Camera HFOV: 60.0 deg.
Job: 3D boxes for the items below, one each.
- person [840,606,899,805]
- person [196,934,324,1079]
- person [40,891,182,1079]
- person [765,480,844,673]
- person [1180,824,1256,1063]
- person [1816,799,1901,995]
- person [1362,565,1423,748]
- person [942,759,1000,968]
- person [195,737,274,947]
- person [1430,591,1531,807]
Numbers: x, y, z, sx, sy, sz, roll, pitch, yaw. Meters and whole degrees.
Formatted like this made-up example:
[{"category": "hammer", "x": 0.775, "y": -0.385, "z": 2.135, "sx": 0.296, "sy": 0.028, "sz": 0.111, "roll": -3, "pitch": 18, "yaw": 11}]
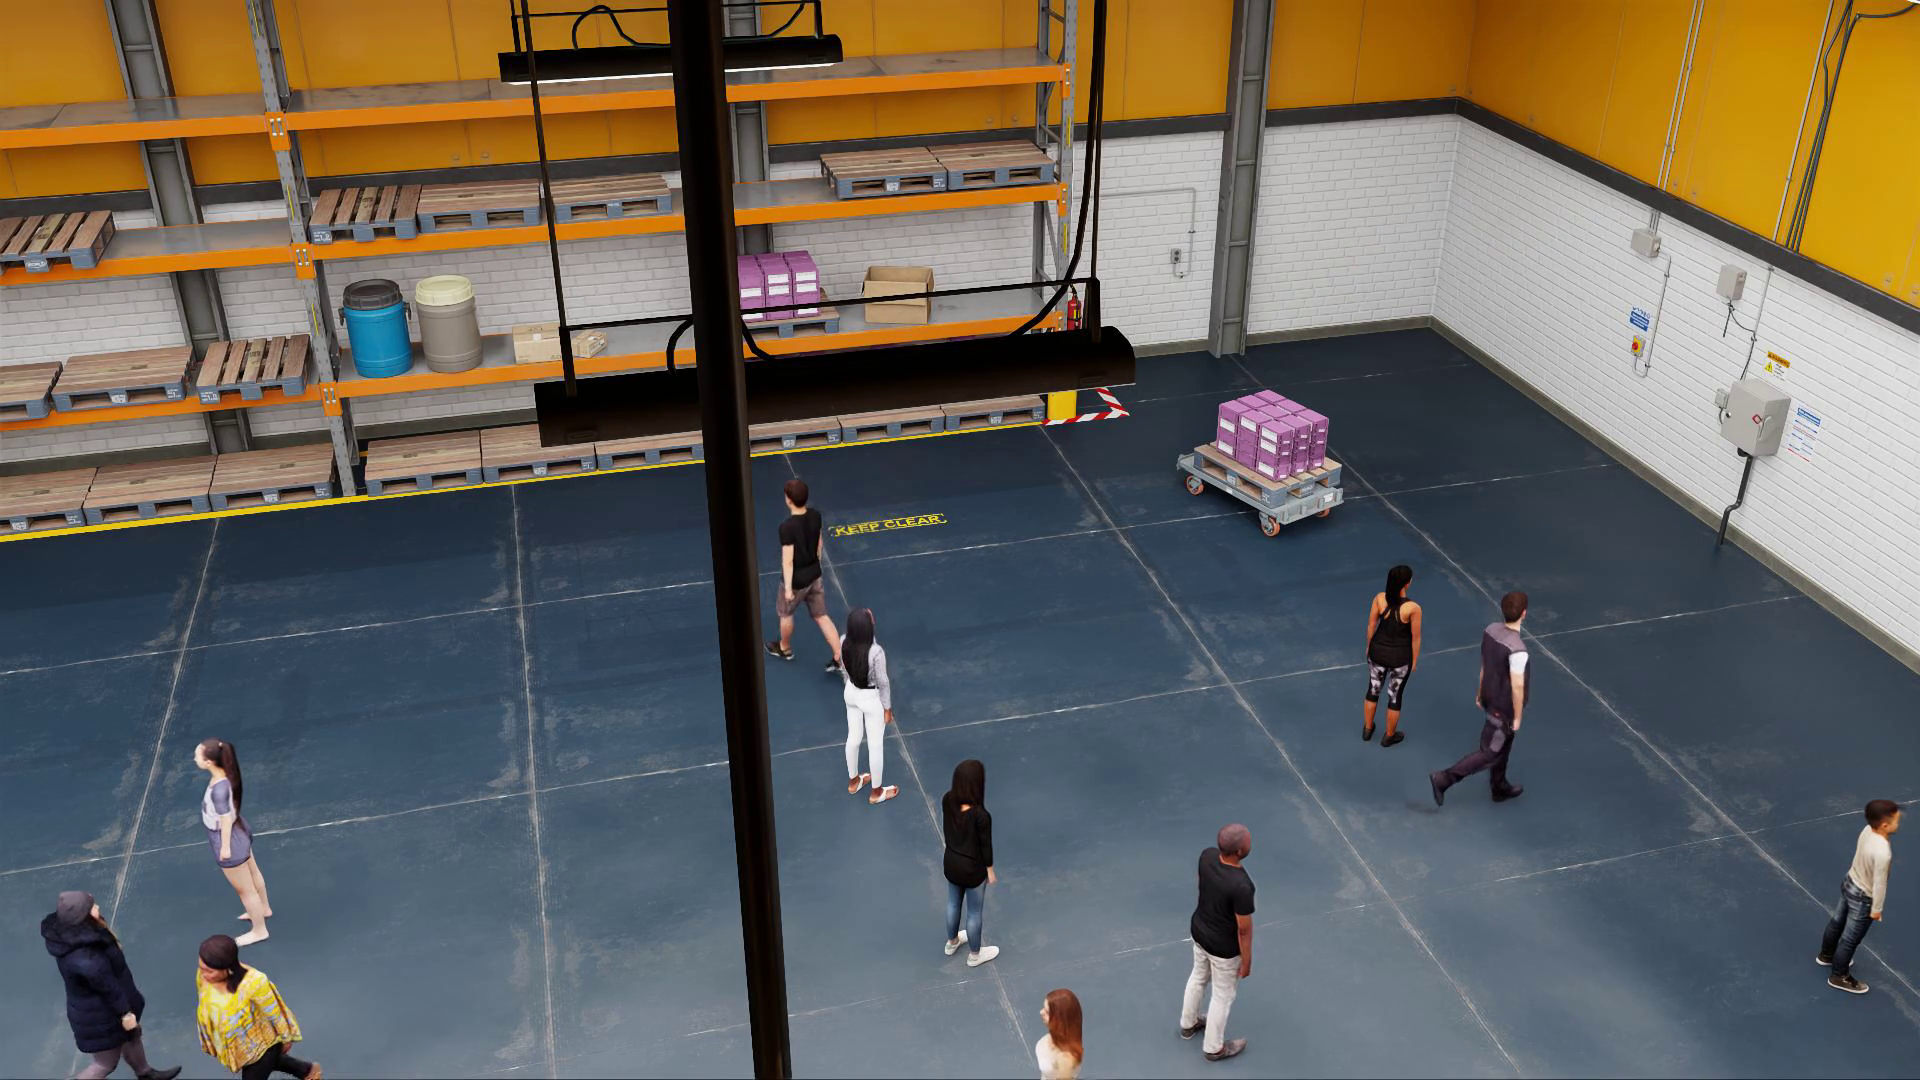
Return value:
[{"category": "person", "x": -0.732, "y": 1.256, "z": 12.890, "sx": 0.675, "sy": 1.721, "sz": 0.703, "roll": 21, "pitch": 35, "yaw": 34}, {"category": "person", "x": -4.168, "y": 2.931, "z": 9.936, "sx": 1.120, "sy": 1.611, "sz": 1.131, "roll": 11, "pitch": 30, "yaw": 19}, {"category": "person", "x": -5.259, "y": 2.854, "z": 10.034, "sx": 1.120, "sy": 1.650, "sz": 0.908, "roll": -21, "pitch": 35, "yaw": -33}, {"category": "person", "x": -1.298, "y": 0.353, "z": 14.428, "sx": 1.183, "sy": 1.833, "sz": 1.229, "roll": 23, "pitch": 36, "yaw": 35}, {"category": "person", "x": 1.632, "y": 2.519, "z": 10.489, "sx": 0.676, "sy": 1.804, "sz": 0.712, "roll": -15, "pitch": 32, "yaw": -25}, {"category": "person", "x": 6.041, "y": 2.353, "z": 11.147, "sx": 0.623, "sy": 1.465, "sz": 0.616, "roll": 4, "pitch": 29, "yaw": 7}, {"category": "person", "x": 3.510, "y": 0.921, "z": 13.566, "sx": 0.657, "sy": 1.663, "sz": 0.696, "roll": 19, "pitch": 34, "yaw": 31}, {"category": "person", "x": 0.045, "y": 2.178, "z": 11.278, "sx": 0.646, "sy": 1.647, "sz": 0.675, "roll": 23, "pitch": 36, "yaw": 35}, {"category": "person", "x": -5.016, "y": 2.054, "z": 11.500, "sx": 0.509, "sy": 1.651, "sz": 0.584, "roll": -7, "pitch": 29, "yaw": -13}, {"category": "person", "x": 4.058, "y": 1.273, "z": 12.769, "sx": 1.078, "sy": 1.807, "sz": 0.730, "roll": -3, "pitch": 29, "yaw": -6}]
